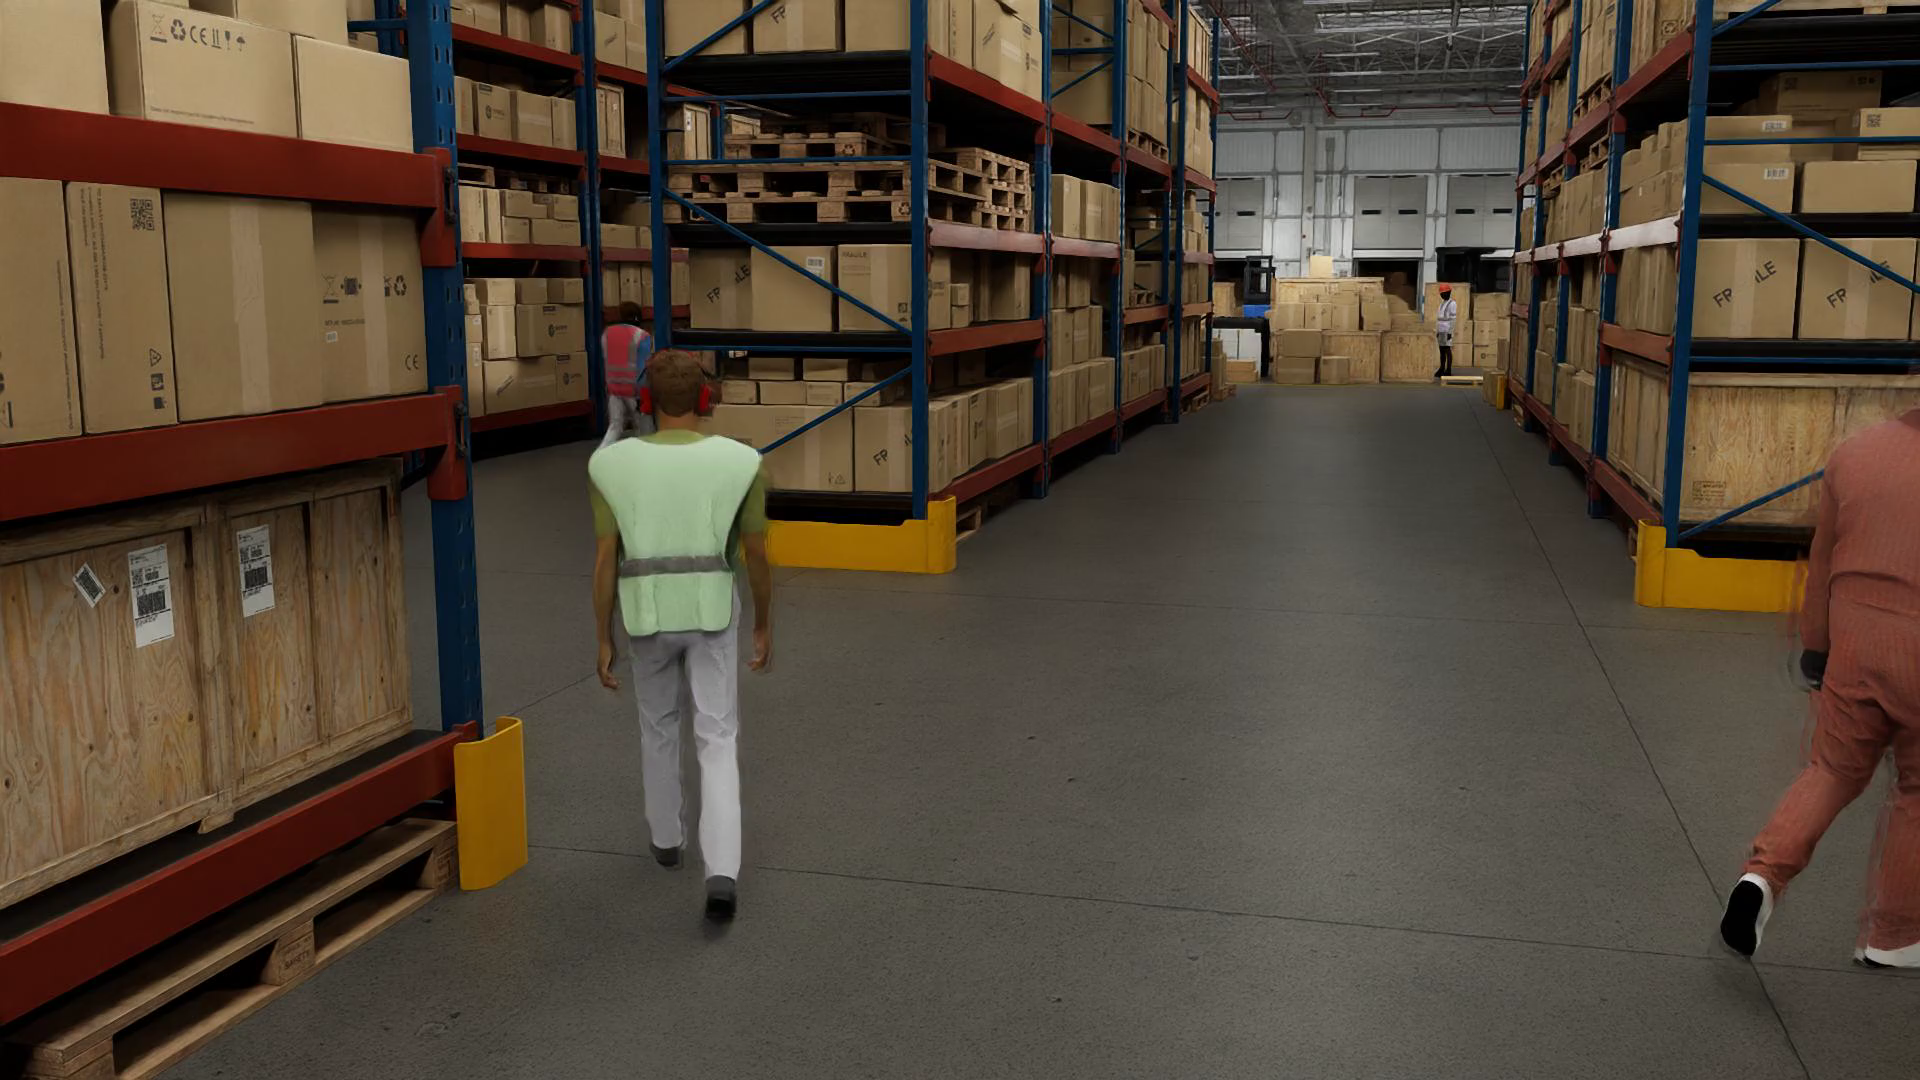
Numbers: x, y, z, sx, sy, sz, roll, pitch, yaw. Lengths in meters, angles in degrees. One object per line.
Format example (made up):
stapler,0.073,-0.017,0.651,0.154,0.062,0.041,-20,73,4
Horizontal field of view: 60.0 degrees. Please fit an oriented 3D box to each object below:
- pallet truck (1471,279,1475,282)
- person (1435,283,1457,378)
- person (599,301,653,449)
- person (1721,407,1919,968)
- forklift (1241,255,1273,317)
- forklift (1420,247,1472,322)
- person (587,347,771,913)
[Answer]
pallet truck,18.896,-8.459,60.307,1.885,1.965,0.823,5,10,31
person,9.882,-4.273,33.930,0.366,1.931,0.542,-2,9,-13
person,-3.317,-1.445,16.389,0.629,1.815,0.764,4,10,25
person,2.616,0.364,4.687,0.733,1.867,0.699,-4,10,-25
forklift,10.551,-8.662,58.805,1.129,2.768,1.873,2,9,15
forklift,12.724,-6.180,43.035,1.129,2.768,1.873,-3,9,-19
person,-0.901,0.280,5.407,0.588,1.806,0.914,-1,9,-9
